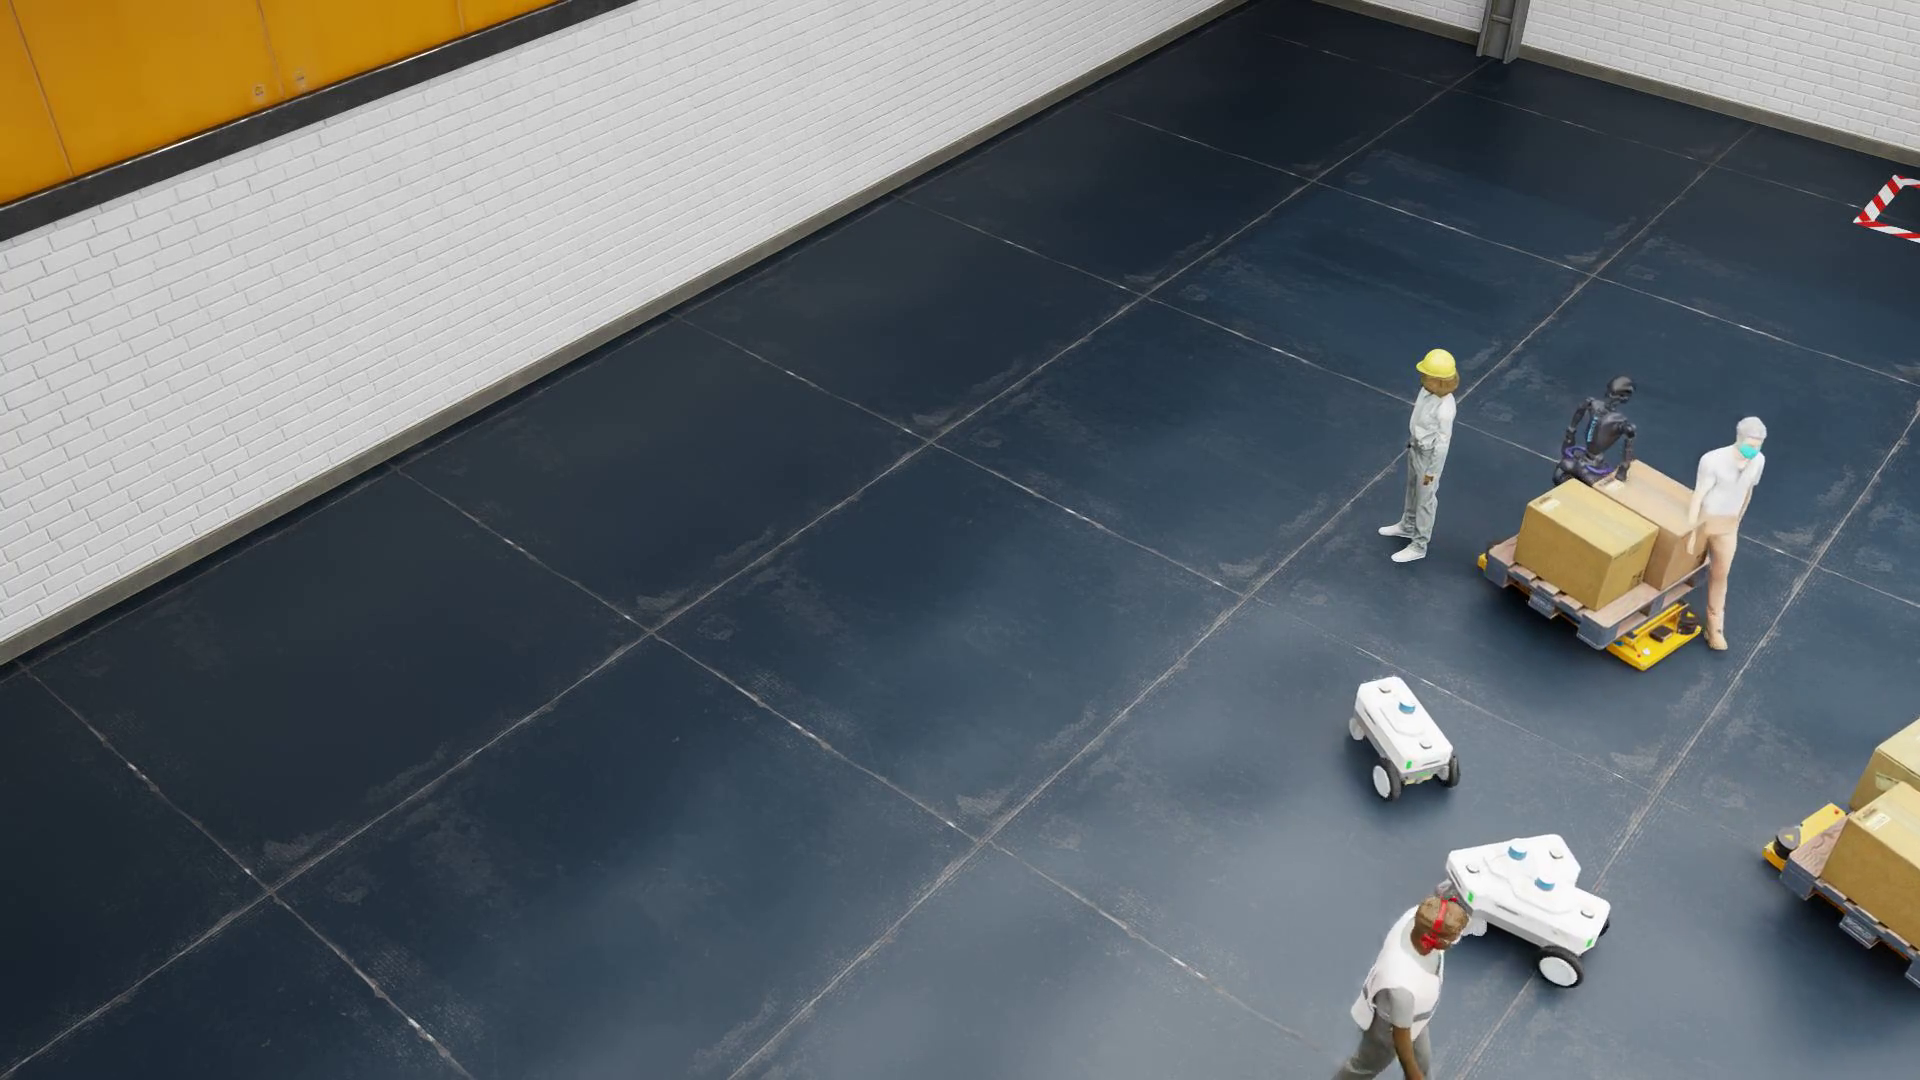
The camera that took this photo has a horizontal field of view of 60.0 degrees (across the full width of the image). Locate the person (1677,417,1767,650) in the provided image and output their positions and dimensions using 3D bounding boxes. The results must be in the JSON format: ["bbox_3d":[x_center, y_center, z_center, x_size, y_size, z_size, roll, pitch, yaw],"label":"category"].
[{"bbox_3d":[5.108,-0.073,11.224,0.487,1.714,0.715,-2,39,-2],"label":"person"}]

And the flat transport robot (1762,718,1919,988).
[{"bbox_3d":[5.505,2.106,9.673,0.659,0.231,1.431,-22,44,-25],"label":"flat transport robot"}]

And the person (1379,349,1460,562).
[{"bbox_3d":[3.301,-0.607,11.867,0.310,1.740,0.486,-1,39,-2],"label":"person"}]

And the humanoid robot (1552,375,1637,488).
[{"bbox_3d":[4.380,-0.440,11.721,0.433,1.638,0.585,-20,43,-23],"label":"humanoid robot"}]

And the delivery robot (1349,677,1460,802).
[{"bbox_3d":[2.795,1.228,10.521,0.499,0.577,0.769,-11,40,-13],"label":"delivery robot"}]

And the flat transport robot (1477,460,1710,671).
[{"bbox_3d":[4.474,0.358,11.842,0.659,0.231,1.431,-25,45,-28],"label":"flat transport robot"}]

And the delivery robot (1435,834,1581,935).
[{"bbox_3d":[3.194,1.964,9.627,0.801,0.602,0.499,-7,39,-9],"label":"delivery robot"}]

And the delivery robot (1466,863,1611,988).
[{"bbox_3d":[3.277,2.093,9.435,0.738,0.563,0.499,23,44,26],"label":"delivery robot"}]

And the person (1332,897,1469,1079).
[{"bbox_3d":[2.237,2.393,8.088,0.827,1.808,0.579,19,43,22],"label":"person"}]
